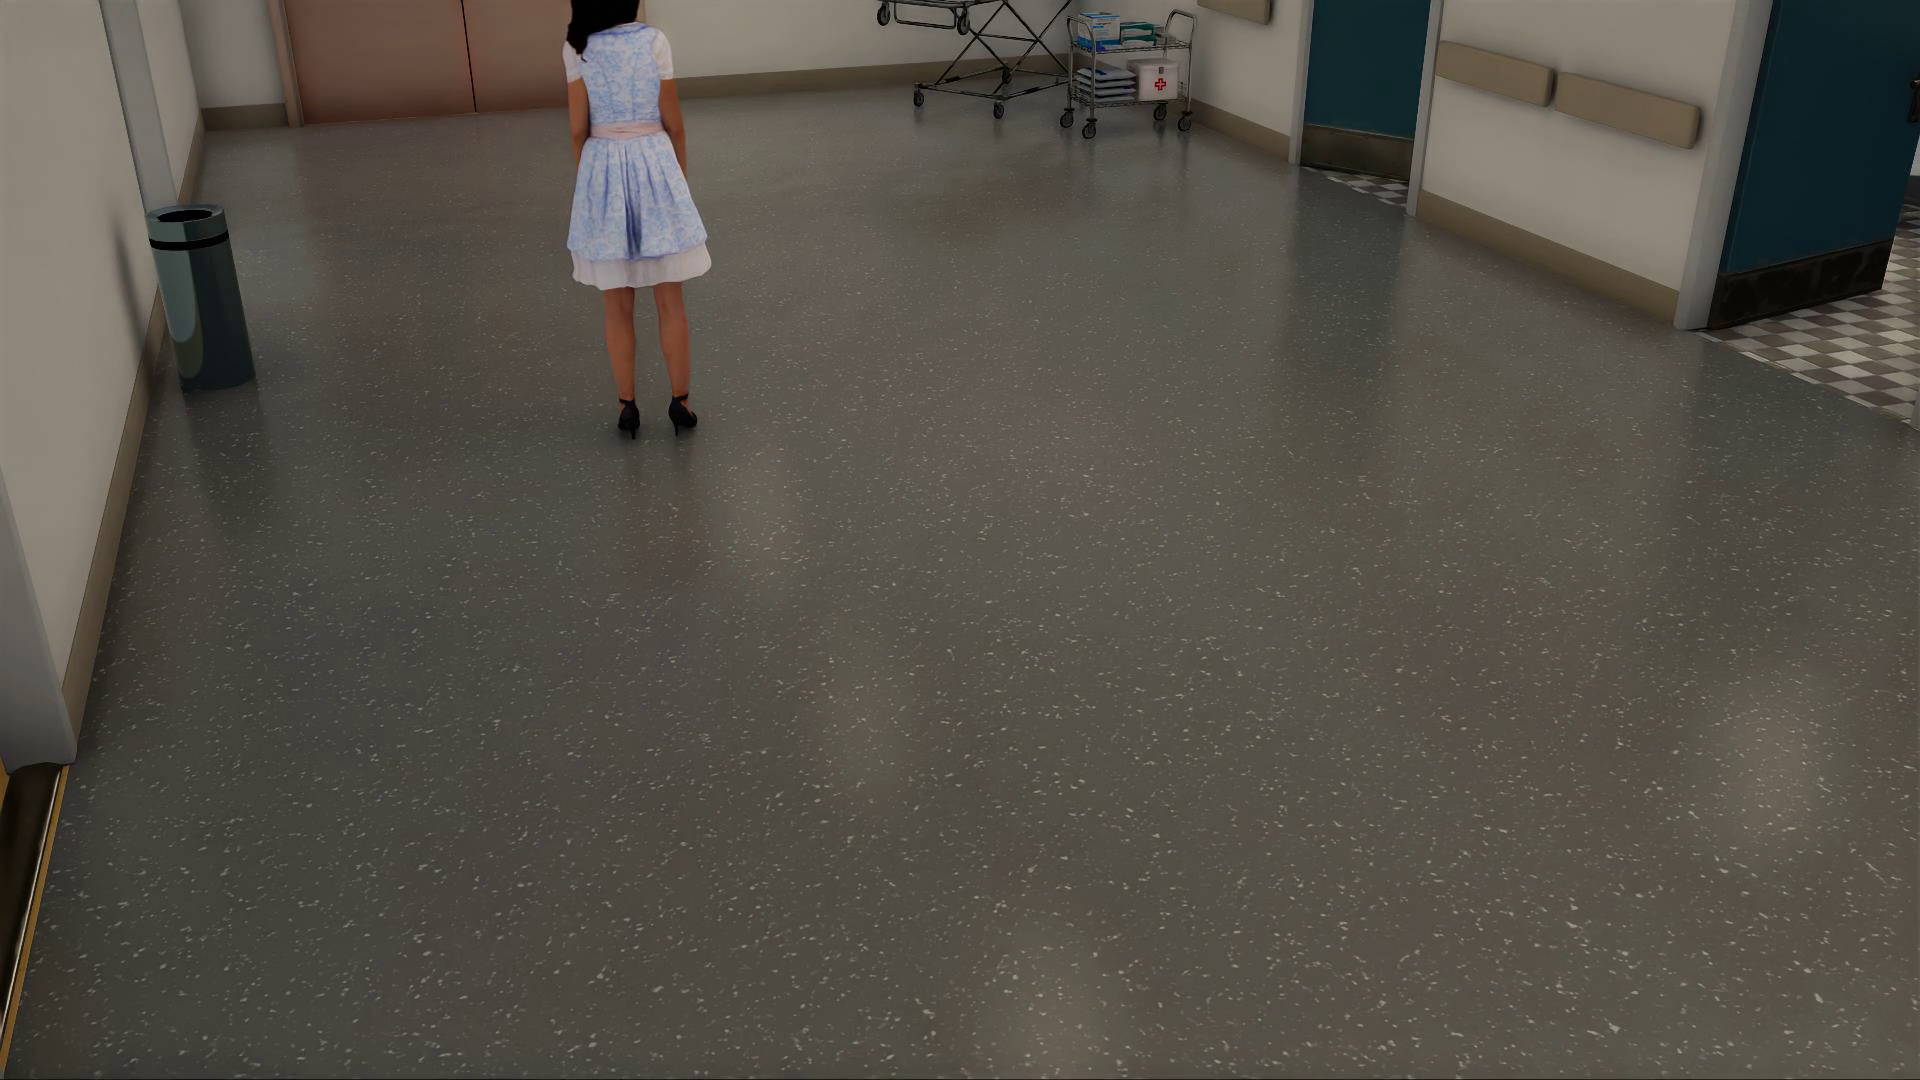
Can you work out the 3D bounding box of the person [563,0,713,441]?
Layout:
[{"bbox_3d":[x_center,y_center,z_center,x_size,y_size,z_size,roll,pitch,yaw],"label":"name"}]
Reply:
[{"bbox_3d":[-1.207,-1.249,6.156,0.776,1.810,0.806,-2,26,-4],"label":"person"}]
